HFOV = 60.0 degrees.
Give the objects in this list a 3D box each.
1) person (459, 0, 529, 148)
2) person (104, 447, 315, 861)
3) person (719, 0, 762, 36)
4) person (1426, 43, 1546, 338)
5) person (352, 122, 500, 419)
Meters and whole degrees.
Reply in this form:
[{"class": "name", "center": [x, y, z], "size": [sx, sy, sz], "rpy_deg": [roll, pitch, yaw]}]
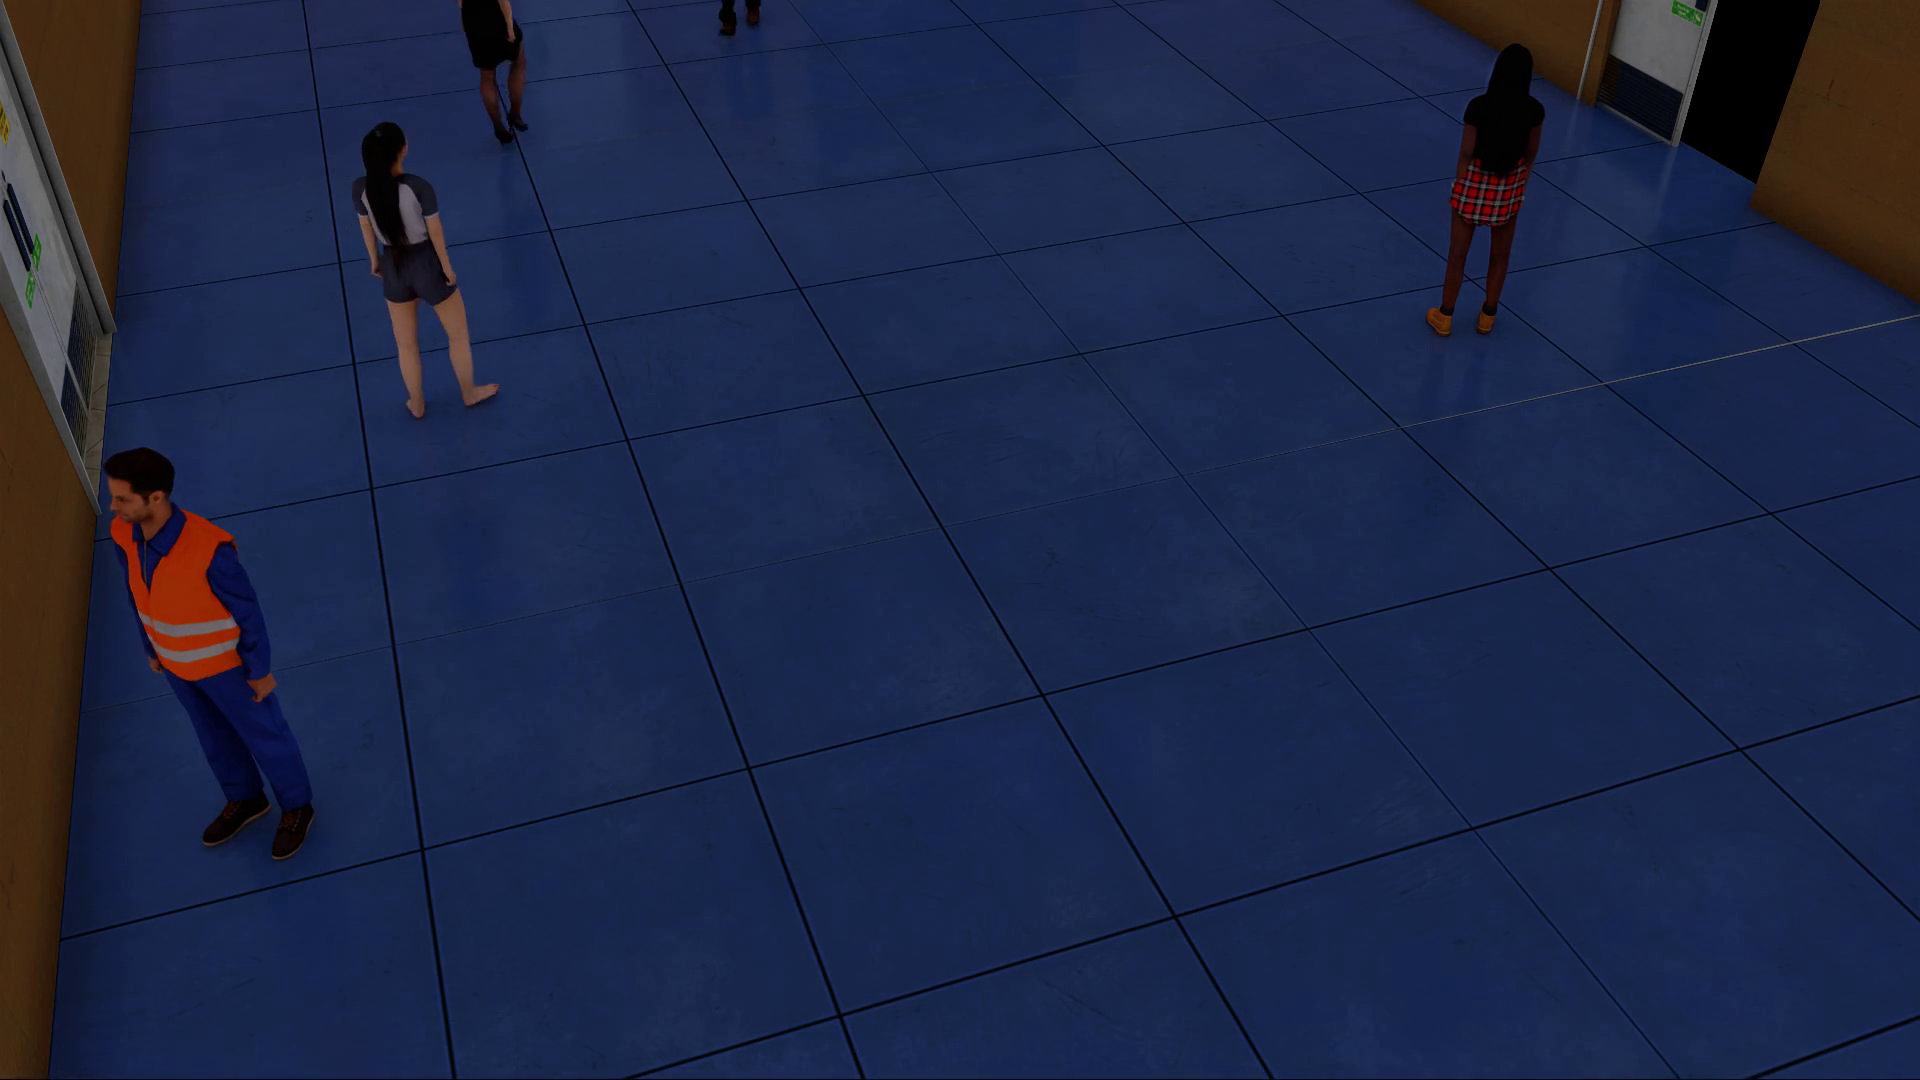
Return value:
[{"class": "person", "center": [-3.315, -3.538, 11.555], "size": [0.707, 1.692, 0.780], "rpy_deg": [7, 37, 9]}, {"class": "person", "center": [-2.774, 0.426, 6.146], "size": [0.760, 1.862, 0.849], "rpy_deg": [10, 38, 13]}, {"class": "person", "center": [-1.799, -5.050, 13.561], "size": [1.108, 1.720, 0.995], "rpy_deg": [0, 37, 1]}, {"class": "person", "center": [3.002, -1.964, 9.441], "size": [0.641, 1.729, 0.745], "rpy_deg": [0, 37, 0]}, {"class": "person", "center": [-2.881, -1.379, 8.732], "size": [0.685, 1.644, 0.818], "rpy_deg": [-2, 37, -2]}]
